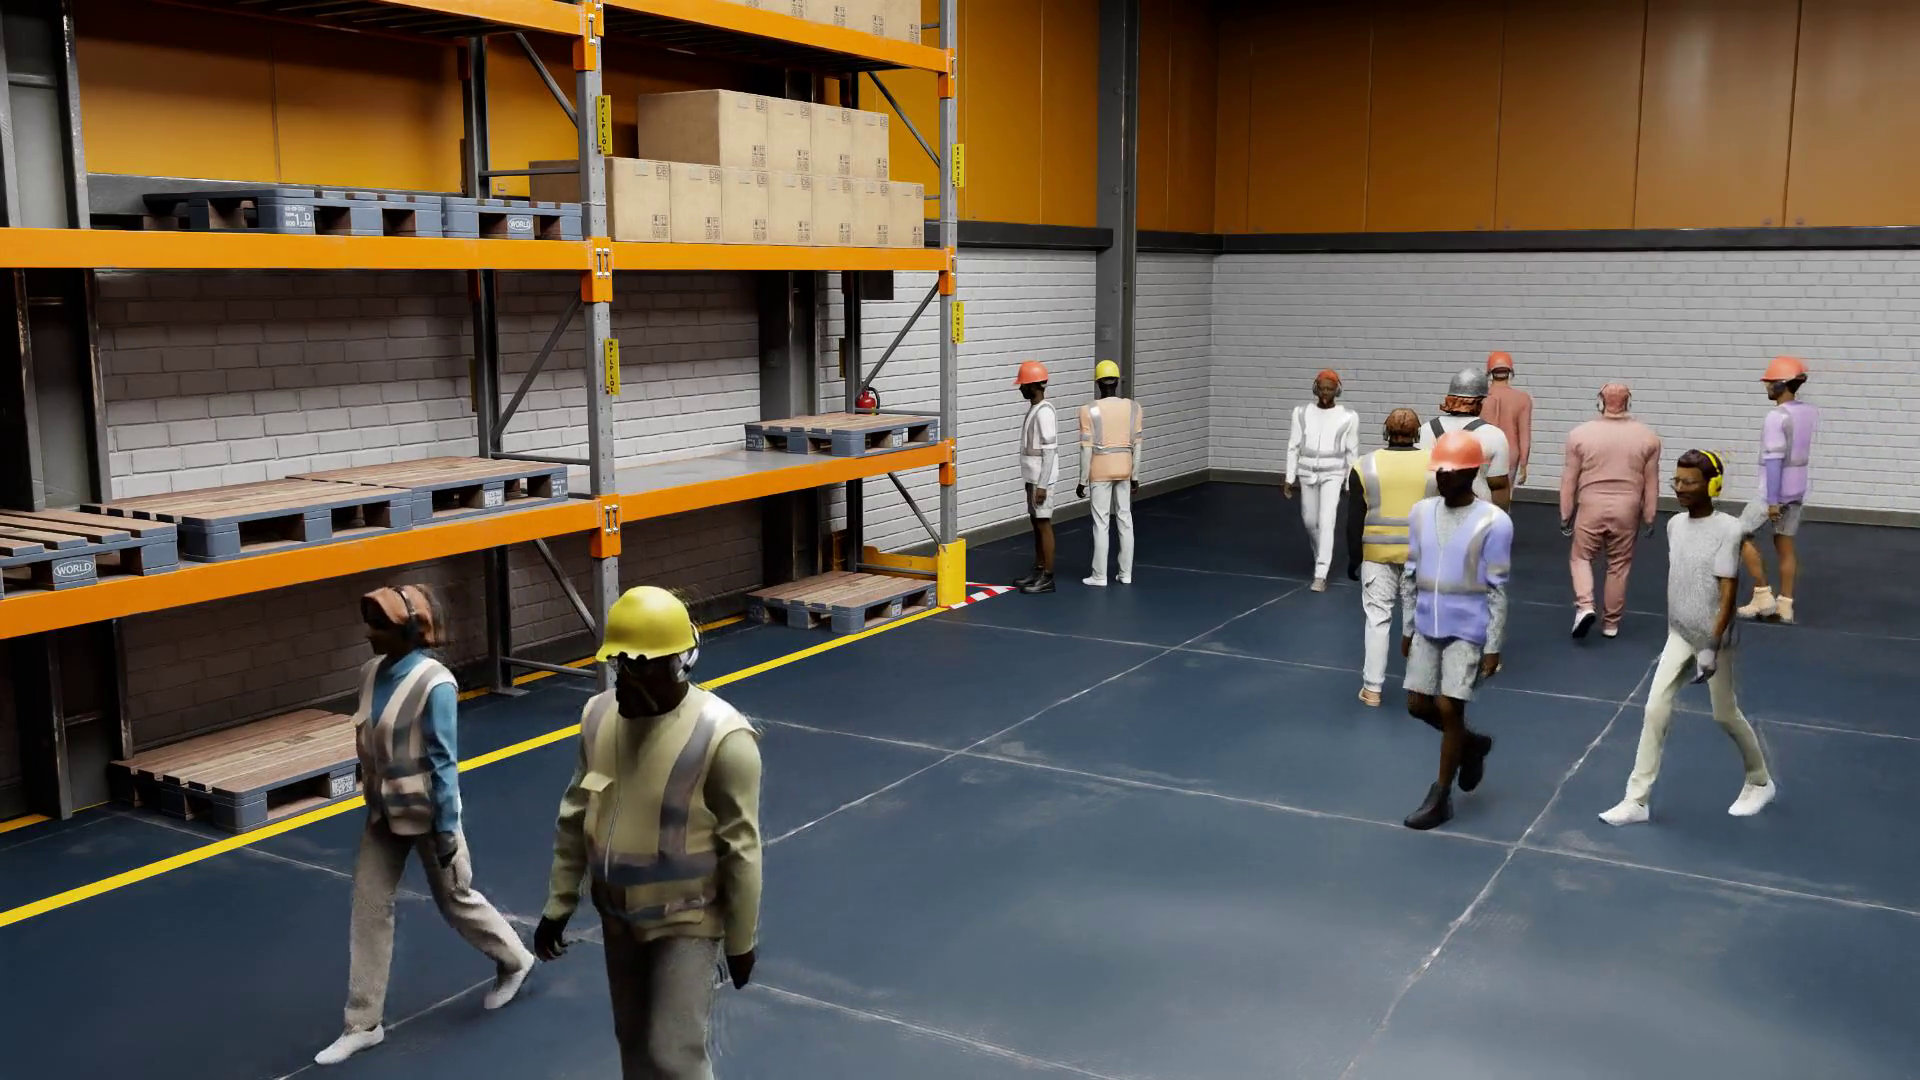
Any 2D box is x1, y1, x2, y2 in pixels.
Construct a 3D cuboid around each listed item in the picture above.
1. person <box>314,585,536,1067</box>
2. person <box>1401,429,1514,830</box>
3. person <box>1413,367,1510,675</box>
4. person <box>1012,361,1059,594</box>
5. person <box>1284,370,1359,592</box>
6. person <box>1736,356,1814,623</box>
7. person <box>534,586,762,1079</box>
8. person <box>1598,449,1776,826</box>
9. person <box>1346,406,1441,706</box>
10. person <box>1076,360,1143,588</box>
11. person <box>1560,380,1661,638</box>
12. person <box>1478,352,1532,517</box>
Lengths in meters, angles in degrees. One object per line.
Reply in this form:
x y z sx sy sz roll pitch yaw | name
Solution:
-1.850 0.932 5.749 0.523 1.606 0.808 7 11 36 | person
2.398 0.414 8.010 0.647 1.922 0.559 -8 12 -40 | person
3.345 -0.133 11.048 0.682 2.000 0.537 8 12 41 | person
0.626 -0.517 13.786 0.376 1.932 0.543 -1 9 -7 | person
3.095 -0.533 14.172 0.576 1.849 0.923 4 10 26 | person
6.178 -0.377 12.628 0.618 2.024 0.534 -6 11 -32 | person
-0.829 1.015 4.563 0.616 1.822 0.429 6 11 35 | person
3.588 0.468 8.003 0.985 1.828 0.537 -4 10 -22 | person
2.674 0.107 10.172 0.624 1.845 0.430 2 9 9 | person
1.252 -0.553 14.058 0.584 1.917 0.381 -4 10 -22 | person
4.648 -0.199 11.924 0.666 1.893 0.661 3 9 16 | person
4.870 -0.741 15.175 0.620 1.947 1.055 3 10 19 | person
